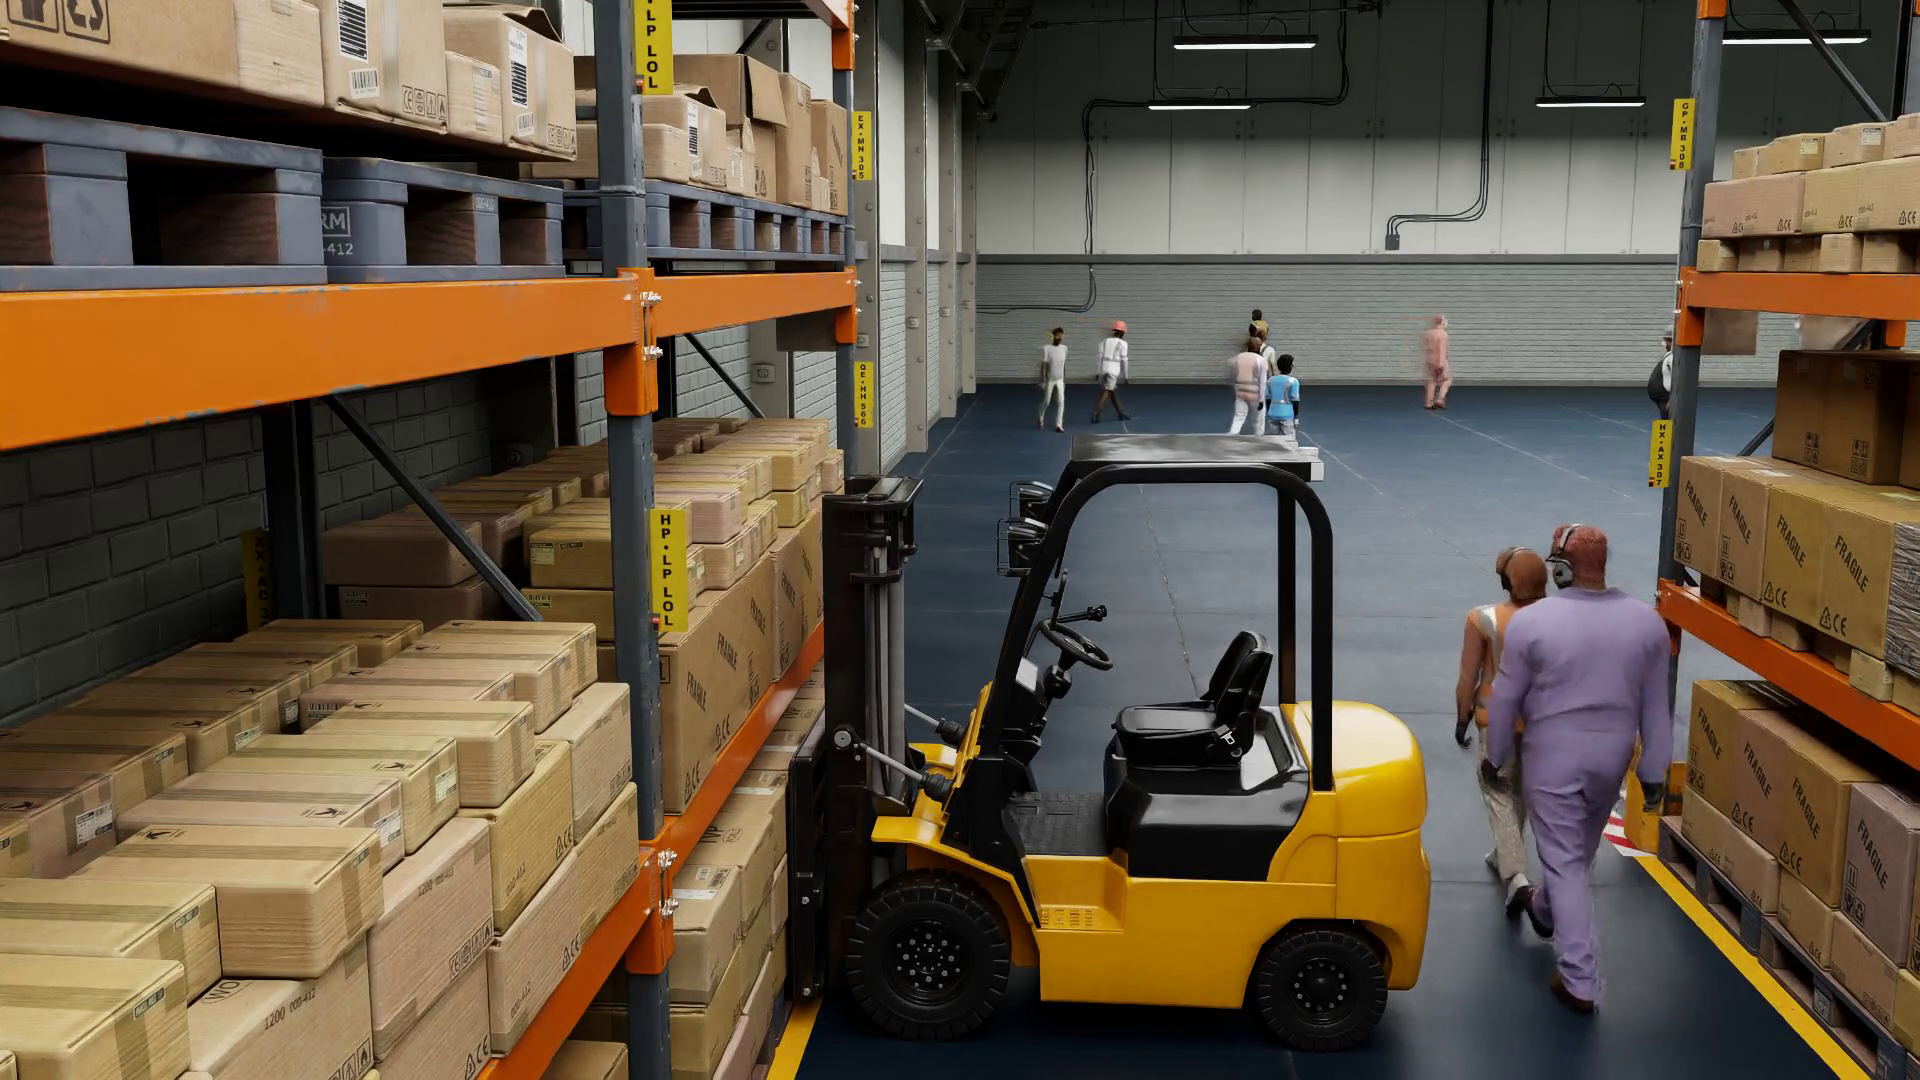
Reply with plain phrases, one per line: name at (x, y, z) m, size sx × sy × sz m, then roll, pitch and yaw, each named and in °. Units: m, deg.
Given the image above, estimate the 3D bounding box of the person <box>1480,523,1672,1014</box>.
person at (2.416, 0.848, 6.669) m, size 0.661 × 1.853 × 1.005 m, roll -1°, pitch 9°, yaw -5°

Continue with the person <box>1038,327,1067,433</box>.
person at (1.592, -2.780, 28.756) m, size 0.521 × 1.832 × 0.907 m, roll -4°, pitch 10°, yaw -23°

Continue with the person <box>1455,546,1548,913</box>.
person at (2.514, 0.834, 7.496) m, size 0.512 × 1.608 × 0.800 m, roll 0°, pitch 9°, yaw 0°

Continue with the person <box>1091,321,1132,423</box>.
person at (2.755, -3.058, 30.387) m, size 1.071 × 1.855 × 0.552 m, roll -8°, pitch 12°, yaw -40°

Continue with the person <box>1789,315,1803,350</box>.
person at (16.359, -3.411, 32.284) m, size 0.764 × 1.922 × 0.639 m, roll -3°, pitch 10°, yaw -16°

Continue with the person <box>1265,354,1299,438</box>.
person at (4.277, -1.615, 22.065) m, size 0.322 × 1.696 × 0.536 m, roll -8°, pitch 12°, yaw -40°

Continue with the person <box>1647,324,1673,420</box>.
person at (10.029, -2.037, 23.583) m, size 0.536 × 2.000 × 0.688 m, roll 4°, pitch 10°, yaw 22°

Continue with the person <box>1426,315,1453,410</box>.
person at (9.550, -3.528, 33.092) m, size 0.521 × 1.889 × 0.647 m, roll -3°, pitch 10°, yaw -16°

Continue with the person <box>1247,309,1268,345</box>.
person at (6.949, -4.485, 39.019) m, size 0.430 × 1.845 × 0.619 m, roll 9°, pitch 13°, yaw 43°

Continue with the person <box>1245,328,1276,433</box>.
person at (5.139, -2.725, 28.513) m, size 0.531 × 1.799 × 0.980 m, roll 3°, pitch 10°, yaw 17°

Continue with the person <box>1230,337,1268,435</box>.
person at (4.338, -2.158, 25.042) m, size 0.625 × 1.810 × 0.913 m, roll 8°, pitch 12°, yaw 40°
